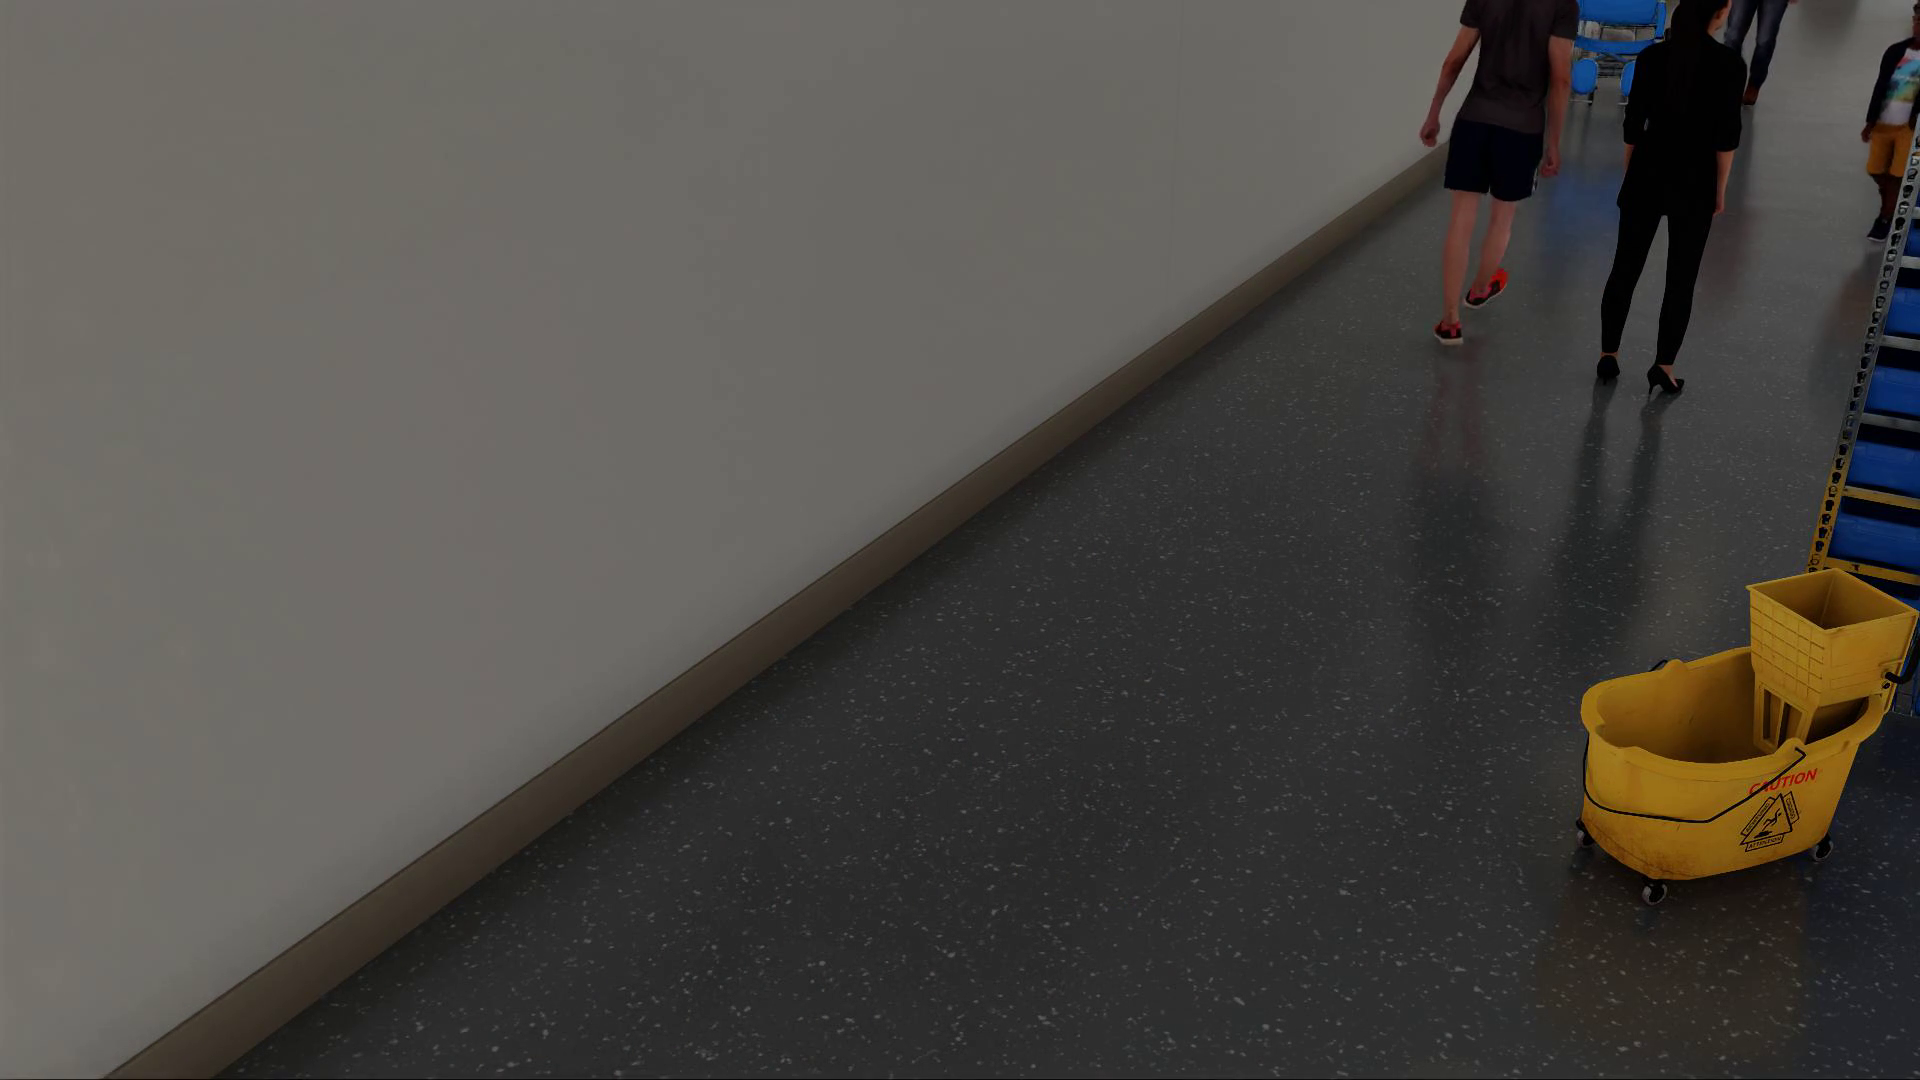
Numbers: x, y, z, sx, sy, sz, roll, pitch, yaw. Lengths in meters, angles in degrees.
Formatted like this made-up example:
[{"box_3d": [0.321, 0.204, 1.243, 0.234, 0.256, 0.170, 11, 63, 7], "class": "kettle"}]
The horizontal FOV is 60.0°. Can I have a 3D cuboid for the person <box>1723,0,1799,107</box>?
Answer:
[{"box_3d": [5.750, -3.974, 11.840, 1.067, 1.790, 0.786, 15, 30, 29], "class": "person"}]

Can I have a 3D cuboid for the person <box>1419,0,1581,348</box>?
[{"box_3d": [2.286, -1.702, 7.115, 1.063, 1.804, 0.896, 11, 28, 21], "class": "person"}]

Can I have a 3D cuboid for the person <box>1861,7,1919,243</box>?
[{"box_3d": [5.059, -2.253, 8.883, 0.731, 1.259, 0.679, 23, 34, 39], "class": "person"}]

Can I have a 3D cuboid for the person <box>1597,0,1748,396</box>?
[{"box_3d": [2.836, -1.403, 6.657, 0.554, 1.662, 0.702, 21, 33, 37], "class": "person"}]
